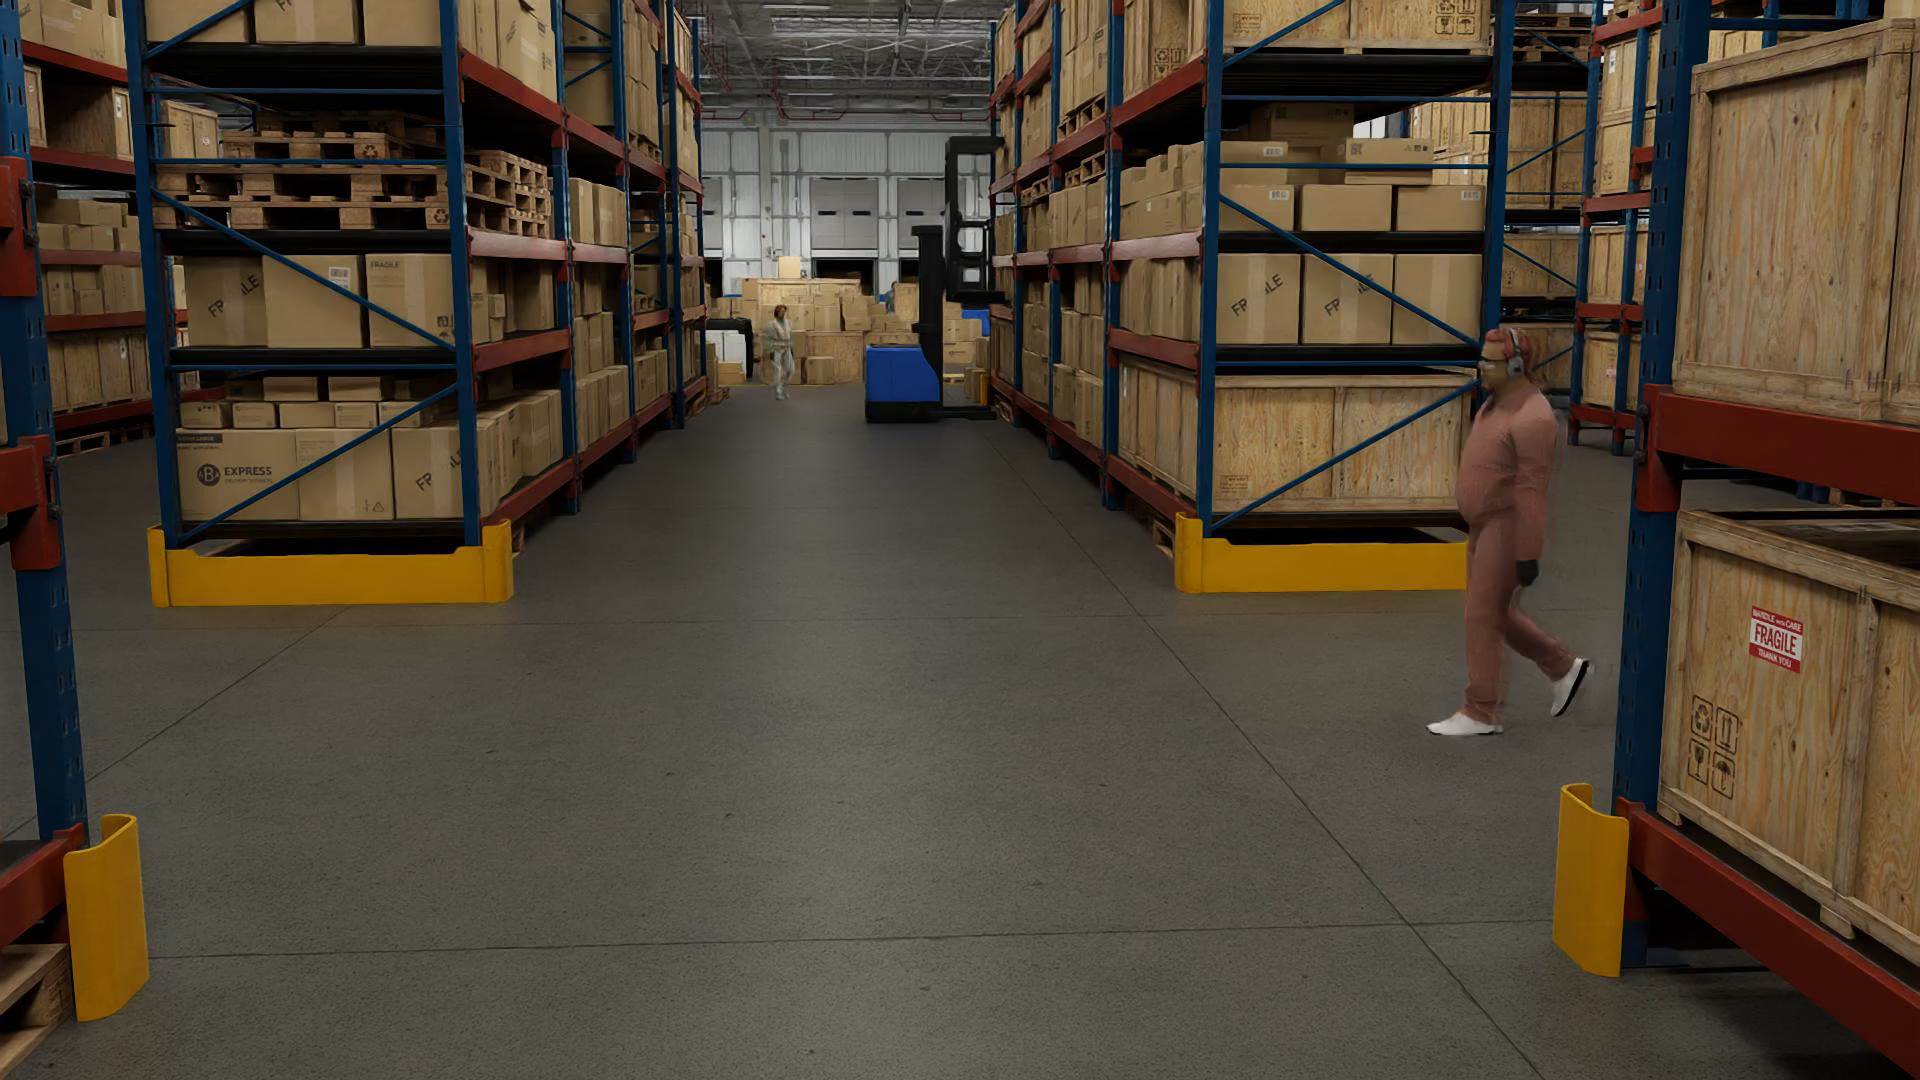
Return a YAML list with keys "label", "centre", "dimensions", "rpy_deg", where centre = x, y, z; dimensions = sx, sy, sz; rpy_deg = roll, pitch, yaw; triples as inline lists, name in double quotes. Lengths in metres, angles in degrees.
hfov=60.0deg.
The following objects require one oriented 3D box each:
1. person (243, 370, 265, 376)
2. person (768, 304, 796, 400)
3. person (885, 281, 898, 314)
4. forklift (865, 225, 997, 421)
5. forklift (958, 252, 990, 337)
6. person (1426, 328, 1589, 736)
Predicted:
- label: "person"
  centre: [-7.553, -1.685, 18.281]
  dimensions: [0.623, 1.812, 0.852]
  rpy_deg: [0, 9, 0]
- label: "person"
  centre: [-3.022, -3.182, 28.212]
  dimensions: [0.542, 1.623, 0.375]
  rpy_deg: [-8, 12, -43]
- label: "person"
  centre: [-2.027, -7.108, 51.934]
  dimensions: [0.641, 1.932, 0.368]
  rpy_deg: [0, 9, -1]
- label: "forklift"
  centre: [-0.448, -3.154, 24.135]
  dimensions: [1.873, 2.768, 1.129]
  rpy_deg: [-1, 9, -4]
- label: "forklift"
  centre: [0.345, -7.378, 50.655]
  dimensions: [1.129, 2.768, 1.873]
  rpy_deg: [-2, 9, -10]
- label: "person"
  centre: [2.545, -0.029, 7.622]
  dimensions: [0.685, 1.887, 0.652]
  rpy_deg: [1, 9, 4]
